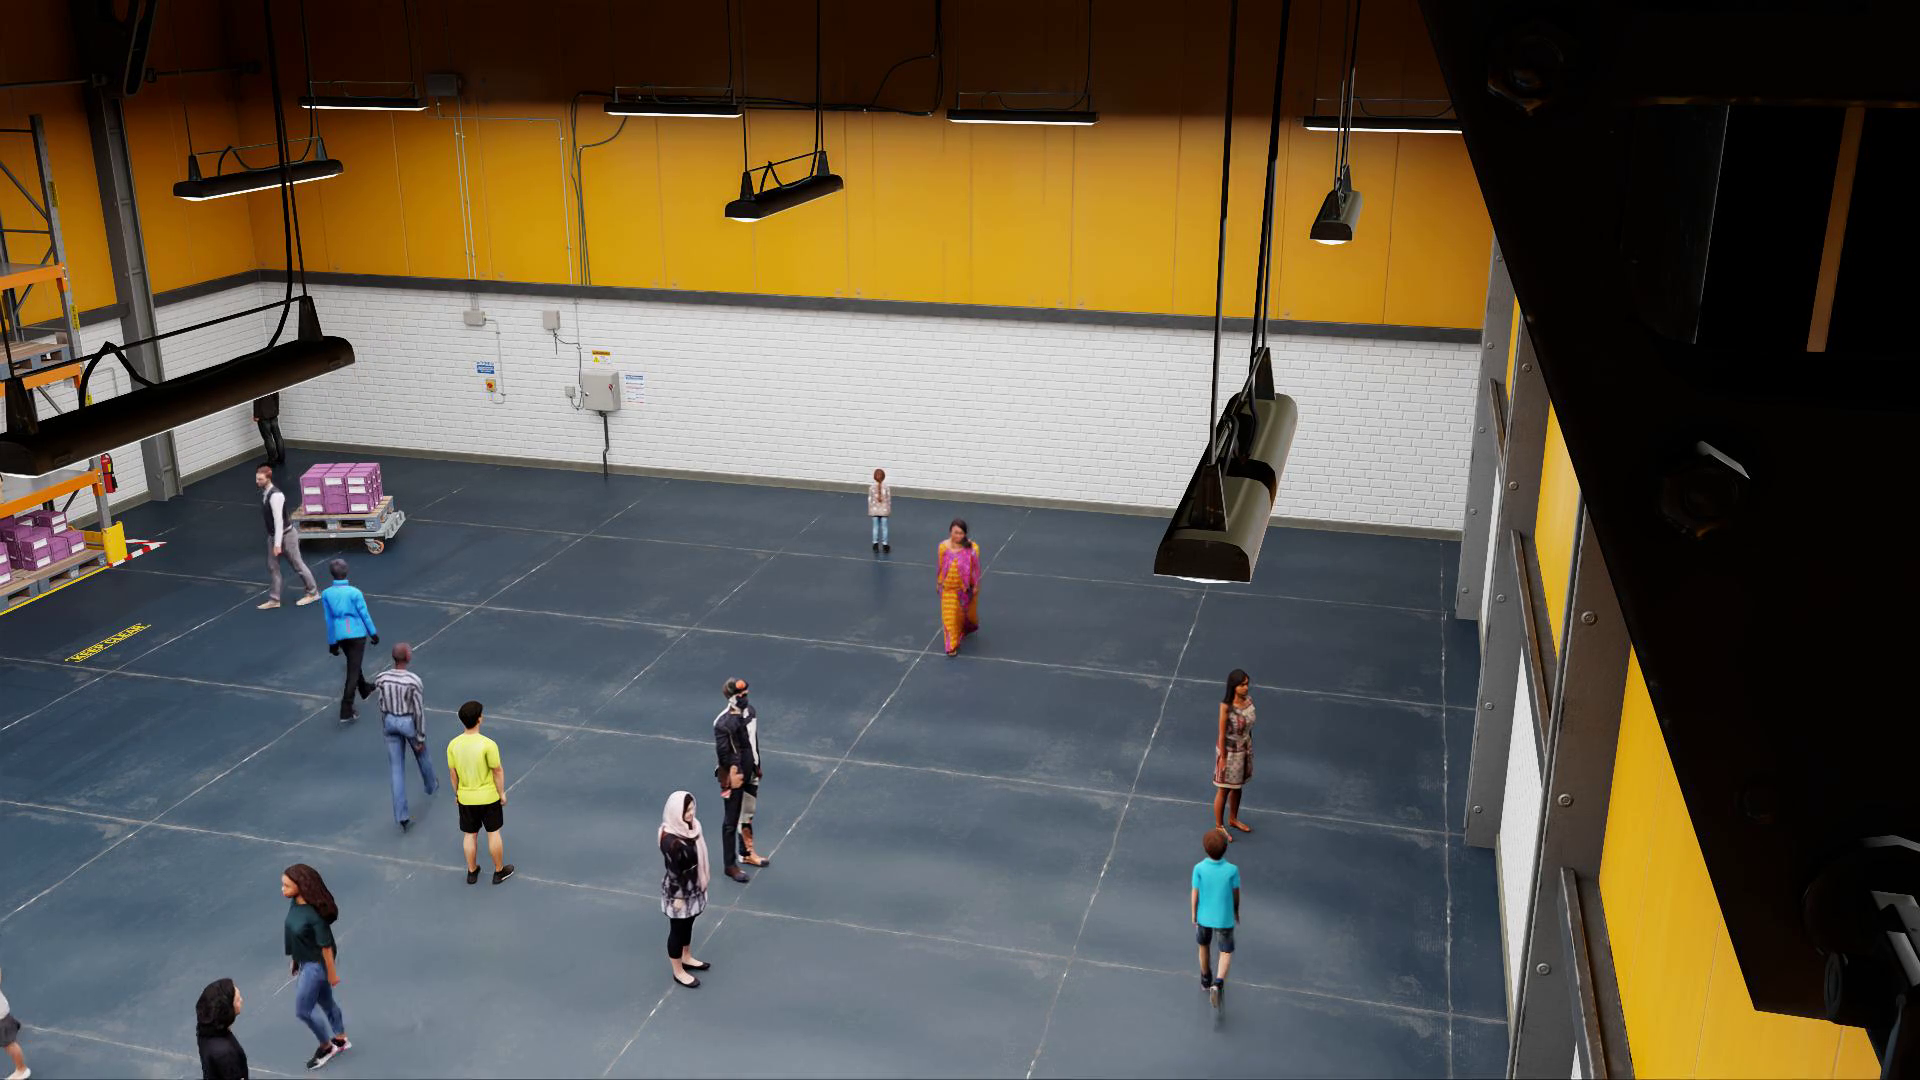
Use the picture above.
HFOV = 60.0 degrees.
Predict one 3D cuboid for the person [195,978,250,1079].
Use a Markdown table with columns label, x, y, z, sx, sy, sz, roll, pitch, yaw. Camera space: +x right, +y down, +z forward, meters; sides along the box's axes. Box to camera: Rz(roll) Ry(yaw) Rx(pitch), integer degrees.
| label | x | y | z | sx | sy | sz | roll | pitch | yaw |
| --- | --- | --- | --- | --- | --- | --- | --- | --- | --- |
| person | -4.634 | 3.584 | 10.366 | 0.844 | 1.821 | 0.793 | -13 | 23 | -34 |

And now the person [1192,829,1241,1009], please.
| label | x | y | z | sx | sy | sz | roll | pitch | yaw |
| --- | --- | --- | --- | --- | --- | --- | --- | --- | --- |
| person | 1.981 | 2.934 | 12.897 | 0.515 | 1.438 | 0.802 | 4 | 19 | 13 |

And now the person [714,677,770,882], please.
| label | x | y | z | sx | sy | sz | roll | pitch | yaw |
| --- | --- | --- | --- | --- | --- | --- | --- | --- | --- |
| person | -1.961 | 2.080 | 14.723 | 0.786 | 1.891 | 0.604 | 10 | 21 | 26 |

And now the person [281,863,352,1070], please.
| label | x | y | z | sx | sy | sz | roll | pitch | yaw |
| --- | --- | --- | --- | --- | --- | --- | --- | --- | --- |
| person | -4.660 | 3.075 | 12.218 | 0.773 | 1.604 | 0.721 | -14 | 23 | -36 |

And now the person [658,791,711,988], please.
| label | x | y | z | sx | sy | sz | roll | pitch | yaw |
| --- | --- | --- | --- | --- | --- | --- | --- | --- | --- |
| person | -2.201 | 2.735 | 13.186 | 0.691 | 1.631 | 0.561 | 4 | 19 | 11 |

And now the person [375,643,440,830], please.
| label | x | y | z | sx | sy | sz | roll | pitch | yaw |
| --- | --- | --- | --- | --- | --- | --- | --- | --- | --- |
| person | -5.234 | 1.869 | 15.567 | 0.847 | 1.752 | 1.192 | 0 | 19 | -1 |

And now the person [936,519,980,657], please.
| label | x | y | z | sx | sy | sz | roll | pitch | yaw |
| --- | --- | --- | --- | --- | --- | --- | --- | --- | --- |
| person | -0.010 | 0.495 | 19.768 | 0.811 | 1.675 | 1.104 | 1 | 19 | 4 |

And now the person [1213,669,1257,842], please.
| label | x | y | z | sx | sy | sz | roll | pitch | yaw |
| --- | --- | --- | --- | --- | --- | --- | --- | --- | --- |
| person | 2.545 | 1.965 | 15.450 | 0.668 | 1.645 | 0.785 | -16 | 24 | -39 |

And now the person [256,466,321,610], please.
| label | x | y | z | sx | sy | sz | roll | pitch | yaw |
| --- | --- | --- | --- | --- | --- | --- | --- | --- | --- |
| person | -8.498 | -0.063 | 21.069 | 1.140 | 1.902 | 0.985 | -14 | 23 | -36 |

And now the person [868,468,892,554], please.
| label | x | y | z | sx | sy | sz | roll | pitch | yaw |
| --- | --- | --- | --- | --- | --- | --- | --- | --- | --- |
| person | -1.120 | -0.412 | 23.223 | 0.496 | 1.189 | 0.506 | 1 | 19 | 4 |

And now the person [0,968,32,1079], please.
| label | x | y | z | sx | sy | sz | roll | pitch | yaw |
| --- | --- | --- | --- | --- | --- | --- | --- | --- | --- |
| person | -6.909 | 3.353 | 11.935 | 0.678 | 1.258 | 0.783 | 15 | 24 | 38 |

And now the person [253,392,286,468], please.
| label | x | y | z | sx | sy | sz | roll | pitch | yaw |
| --- | --- | --- | --- | --- | --- | --- | --- | --- | --- |
| person | -11.362 | -2.099 | 27.268 | 0.774 | 1.804 | 0.502 | 7 | 20 | 20 |

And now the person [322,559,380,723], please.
| label | x | y | z | sx | sy | sz | roll | pitch | yaw |
| --- | --- | --- | --- | --- | --- | --- | --- | --- | --- |
| person | -6.577 | 1.098 | 17.851 | 0.603 | 1.754 | 1.131 | 4 | 19 | 13 |

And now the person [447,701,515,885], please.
| label | x | y | z | sx | sy | sz | roll | pitch | yaw |
| --- | --- | --- | --- | --- | --- | --- | --- | --- | --- |
| person | -4.225 | 2.218 | 14.599 | 0.660 | 1.709 | 0.600 | 1 | 19 | 3 |
